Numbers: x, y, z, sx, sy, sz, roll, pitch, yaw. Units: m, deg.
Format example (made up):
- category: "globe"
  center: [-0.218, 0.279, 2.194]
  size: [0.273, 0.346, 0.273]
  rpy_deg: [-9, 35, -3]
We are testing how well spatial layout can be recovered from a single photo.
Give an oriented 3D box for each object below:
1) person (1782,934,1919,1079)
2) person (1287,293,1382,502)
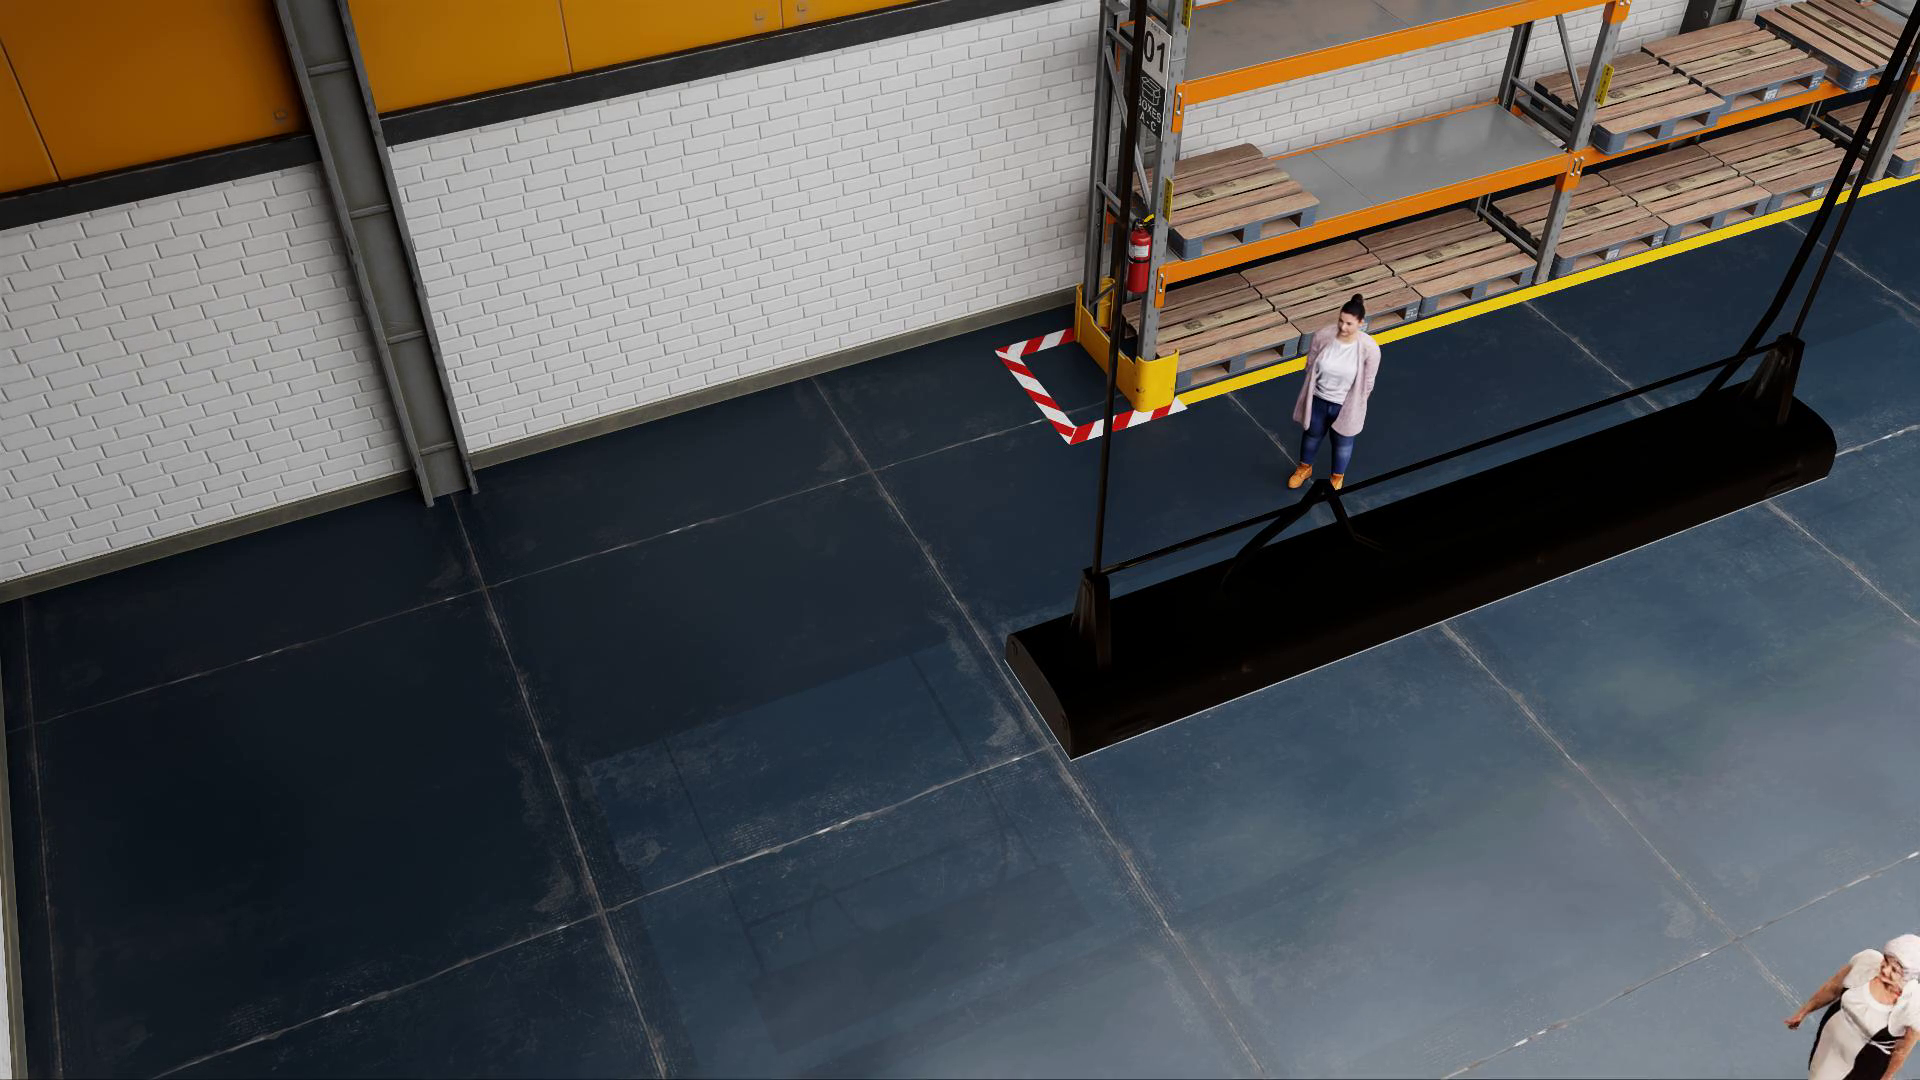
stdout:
- category: "person"
  center: [4.546, 2.518, 8.343]
  size: [0.974, 1.730, 0.716]
  rpy_deg: [-12, 45, -12]
- category: "person"
  center: [2.730, -1.046, 12.074]
  size: [0.795, 1.744, 0.826]
  rpy_deg: [21, 47, 21]
